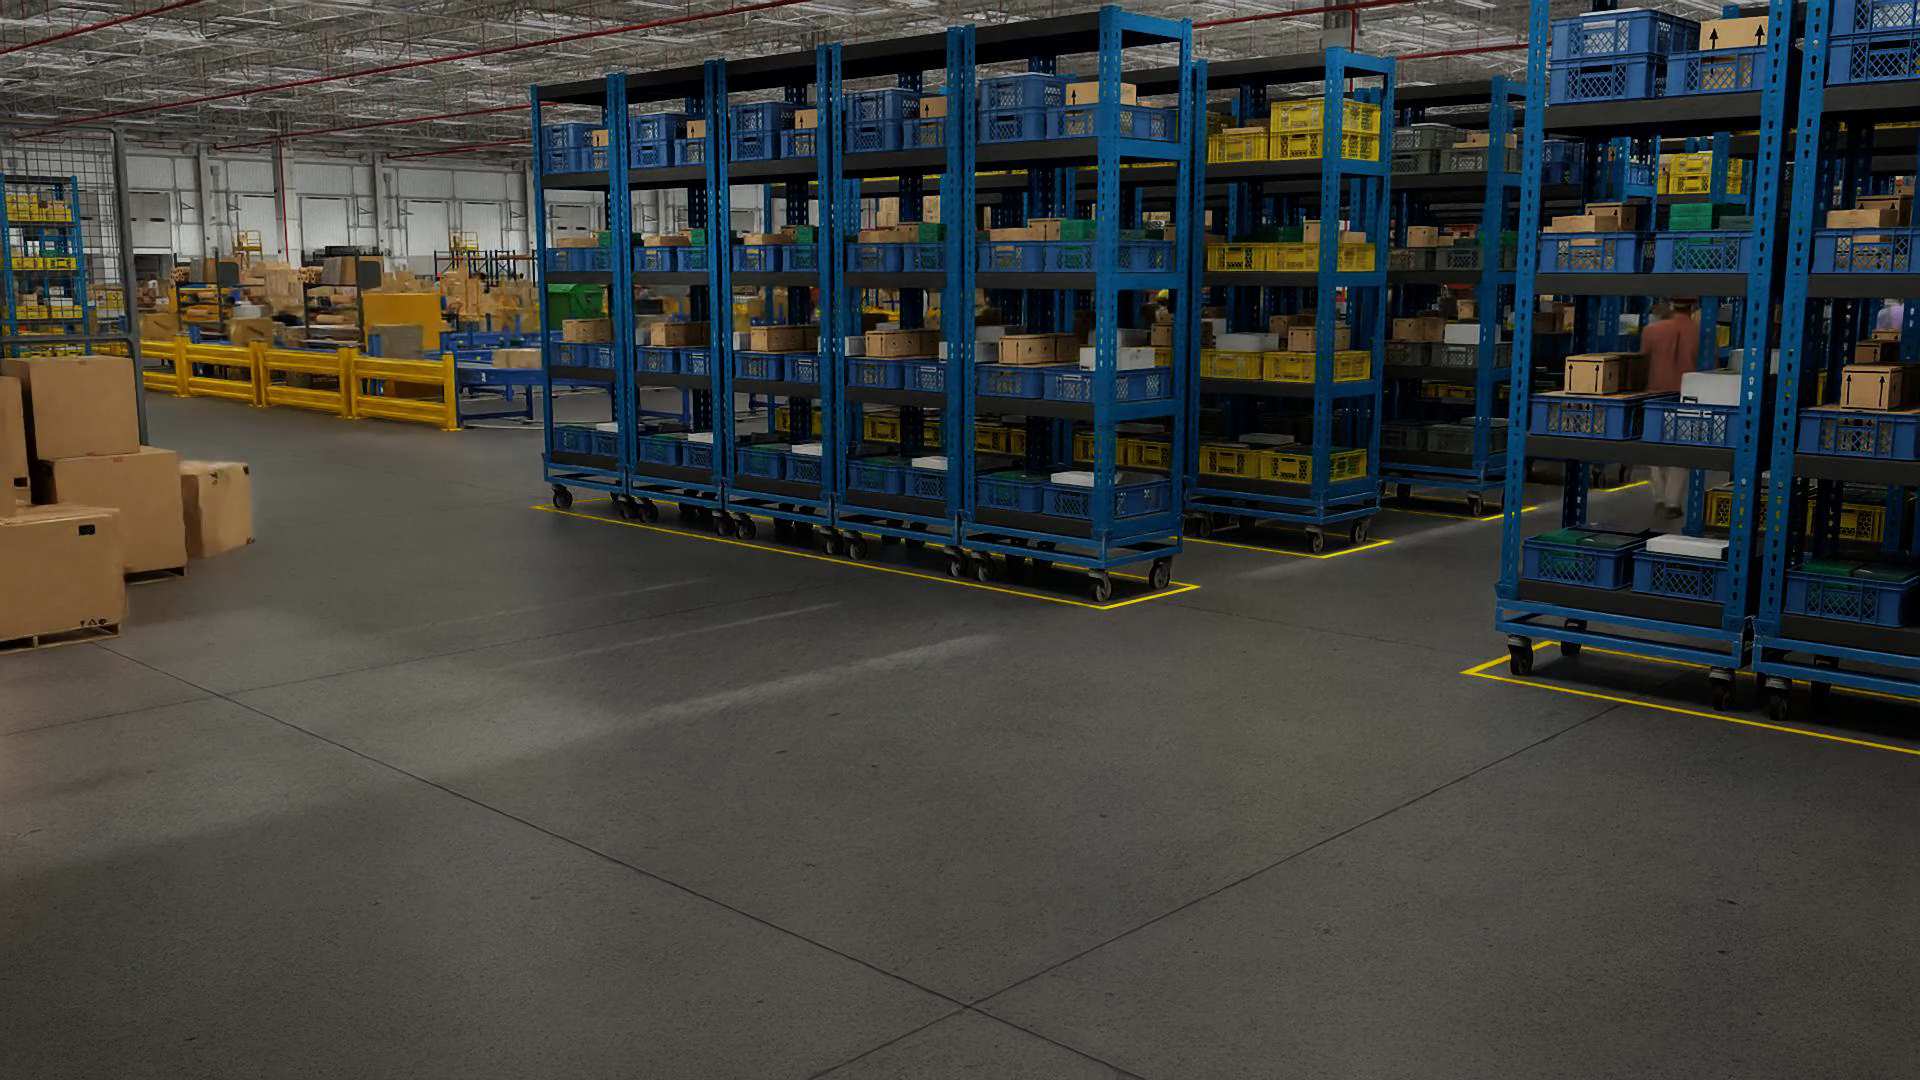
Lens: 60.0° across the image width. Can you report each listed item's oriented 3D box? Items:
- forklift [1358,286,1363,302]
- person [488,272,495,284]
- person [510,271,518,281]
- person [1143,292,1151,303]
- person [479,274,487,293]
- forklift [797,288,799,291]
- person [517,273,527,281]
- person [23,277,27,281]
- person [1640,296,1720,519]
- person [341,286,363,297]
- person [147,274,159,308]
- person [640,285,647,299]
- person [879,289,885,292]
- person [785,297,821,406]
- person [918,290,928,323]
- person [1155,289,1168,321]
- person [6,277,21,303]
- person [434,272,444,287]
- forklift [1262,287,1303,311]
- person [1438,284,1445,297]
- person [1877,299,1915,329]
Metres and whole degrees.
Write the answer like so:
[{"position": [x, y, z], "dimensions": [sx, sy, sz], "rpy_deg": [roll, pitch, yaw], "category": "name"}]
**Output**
[{"position": [11.100, -7.017, 46.970], "dimensions": [1.873, 2.768, 1.129], "rpy_deg": [9, 13, 43], "category": "forklift"}, {"position": [-25.791, -13.832, 91.628], "dimensions": [0.370, 1.941, 0.627], "rpy_deg": [-4, 10, -21], "category": "person"}, {"position": [-23.073, -12.928, 85.779], "dimensions": [0.939, 2.000, 0.694], "rpy_deg": [-3, 10, -18], "category": "person"}, {"position": [6.294, -7.911, 55.911], "dimensions": [0.418, 1.754, 0.526], "rpy_deg": [-1, 9, -5], "category": "person"}, {"position": [-18.564, -9.358, 64.347], "dimensions": [0.967, 1.888, 0.645], "rpy_deg": [-9, 13, -43], "category": "person"}, {"position": [-7.126, -11.860, 76.659], "dimensions": [1.873, 2.768, 1.129], "rpy_deg": [9, 13, 43], "category": "forklift"}, {"position": [-21.432, -12.127, 81.389], "dimensions": [0.518, 1.870, 0.323], "rpy_deg": [-4, 10, -23], "category": "person"}, {"position": [-44.273, -11.733, 79.088], "dimensions": [0.917, 1.842, 0.524], "rpy_deg": [-4, 10, -24], "category": "person"}, {"position": [5.967, -1.161, 13.820], "dimensions": [0.666, 1.976, 0.520], "rpy_deg": [5, 11, 30], "category": "person"}, {"position": [-18.348, -7.084, 50.265], "dimensions": [0.614, 1.939, 1.066], "rpy_deg": [-4, 10, -21], "category": "person"}, {"position": [-34.662, -10.499, 71.482], "dimensions": [0.588, 1.849, 0.495], "rpy_deg": [2, 9, 13], "category": "person"}, {"position": [-11.596, -8.733, 61.317], "dimensions": [0.443, 1.618, 0.527], "rpy_deg": [-3, 10, -18], "category": "person"}, {"position": [-3.588, -11.234, 75.865], "dimensions": [0.929, 1.898, 0.647], "rpy_deg": [-1, 9, -7], "category": "person"}, {"position": [-1.866, -2.091, 20.084], "dimensions": [0.974, 1.797, 0.568], "rpy_deg": [-7, 12, -38], "category": "person"}, {"position": [-1.013, -5.628, 41.698], "dimensions": [0.403, 1.824, 0.595], "rpy_deg": [-4, 10, -24], "category": "person"}, {"position": [3.048, -2.851, 24.826], "dimensions": [0.525, 1.772, 0.308], "rpy_deg": [6, 11, 31], "category": "person"}, {"position": [-35.090, -8.909, 61.523], "dimensions": [0.565, 1.909, 0.728], "rpy_deg": [4, 10, 22], "category": "person"}, {"position": [-19.465, -9.044, 62.277], "dimensions": [0.377, 1.938, 0.547], "rpy_deg": [-7, 12, -37], "category": "person"}, {"position": [10.769, -8.203, 54.240], "dimensions": [1.129, 2.768, 1.873], "rpy_deg": [8, 12, 42], "category": "forklift"}, {"position": [8.586, -3.741, 30.172], "dimensions": [0.599, 1.810, 0.779], "rpy_deg": [9, 13, 44], "category": "person"}, {"position": [10.206, -1.866, 17.946], "dimensions": [0.615, 2.040, 0.391], "rpy_deg": [8, 12, 40], "category": "person"}]
